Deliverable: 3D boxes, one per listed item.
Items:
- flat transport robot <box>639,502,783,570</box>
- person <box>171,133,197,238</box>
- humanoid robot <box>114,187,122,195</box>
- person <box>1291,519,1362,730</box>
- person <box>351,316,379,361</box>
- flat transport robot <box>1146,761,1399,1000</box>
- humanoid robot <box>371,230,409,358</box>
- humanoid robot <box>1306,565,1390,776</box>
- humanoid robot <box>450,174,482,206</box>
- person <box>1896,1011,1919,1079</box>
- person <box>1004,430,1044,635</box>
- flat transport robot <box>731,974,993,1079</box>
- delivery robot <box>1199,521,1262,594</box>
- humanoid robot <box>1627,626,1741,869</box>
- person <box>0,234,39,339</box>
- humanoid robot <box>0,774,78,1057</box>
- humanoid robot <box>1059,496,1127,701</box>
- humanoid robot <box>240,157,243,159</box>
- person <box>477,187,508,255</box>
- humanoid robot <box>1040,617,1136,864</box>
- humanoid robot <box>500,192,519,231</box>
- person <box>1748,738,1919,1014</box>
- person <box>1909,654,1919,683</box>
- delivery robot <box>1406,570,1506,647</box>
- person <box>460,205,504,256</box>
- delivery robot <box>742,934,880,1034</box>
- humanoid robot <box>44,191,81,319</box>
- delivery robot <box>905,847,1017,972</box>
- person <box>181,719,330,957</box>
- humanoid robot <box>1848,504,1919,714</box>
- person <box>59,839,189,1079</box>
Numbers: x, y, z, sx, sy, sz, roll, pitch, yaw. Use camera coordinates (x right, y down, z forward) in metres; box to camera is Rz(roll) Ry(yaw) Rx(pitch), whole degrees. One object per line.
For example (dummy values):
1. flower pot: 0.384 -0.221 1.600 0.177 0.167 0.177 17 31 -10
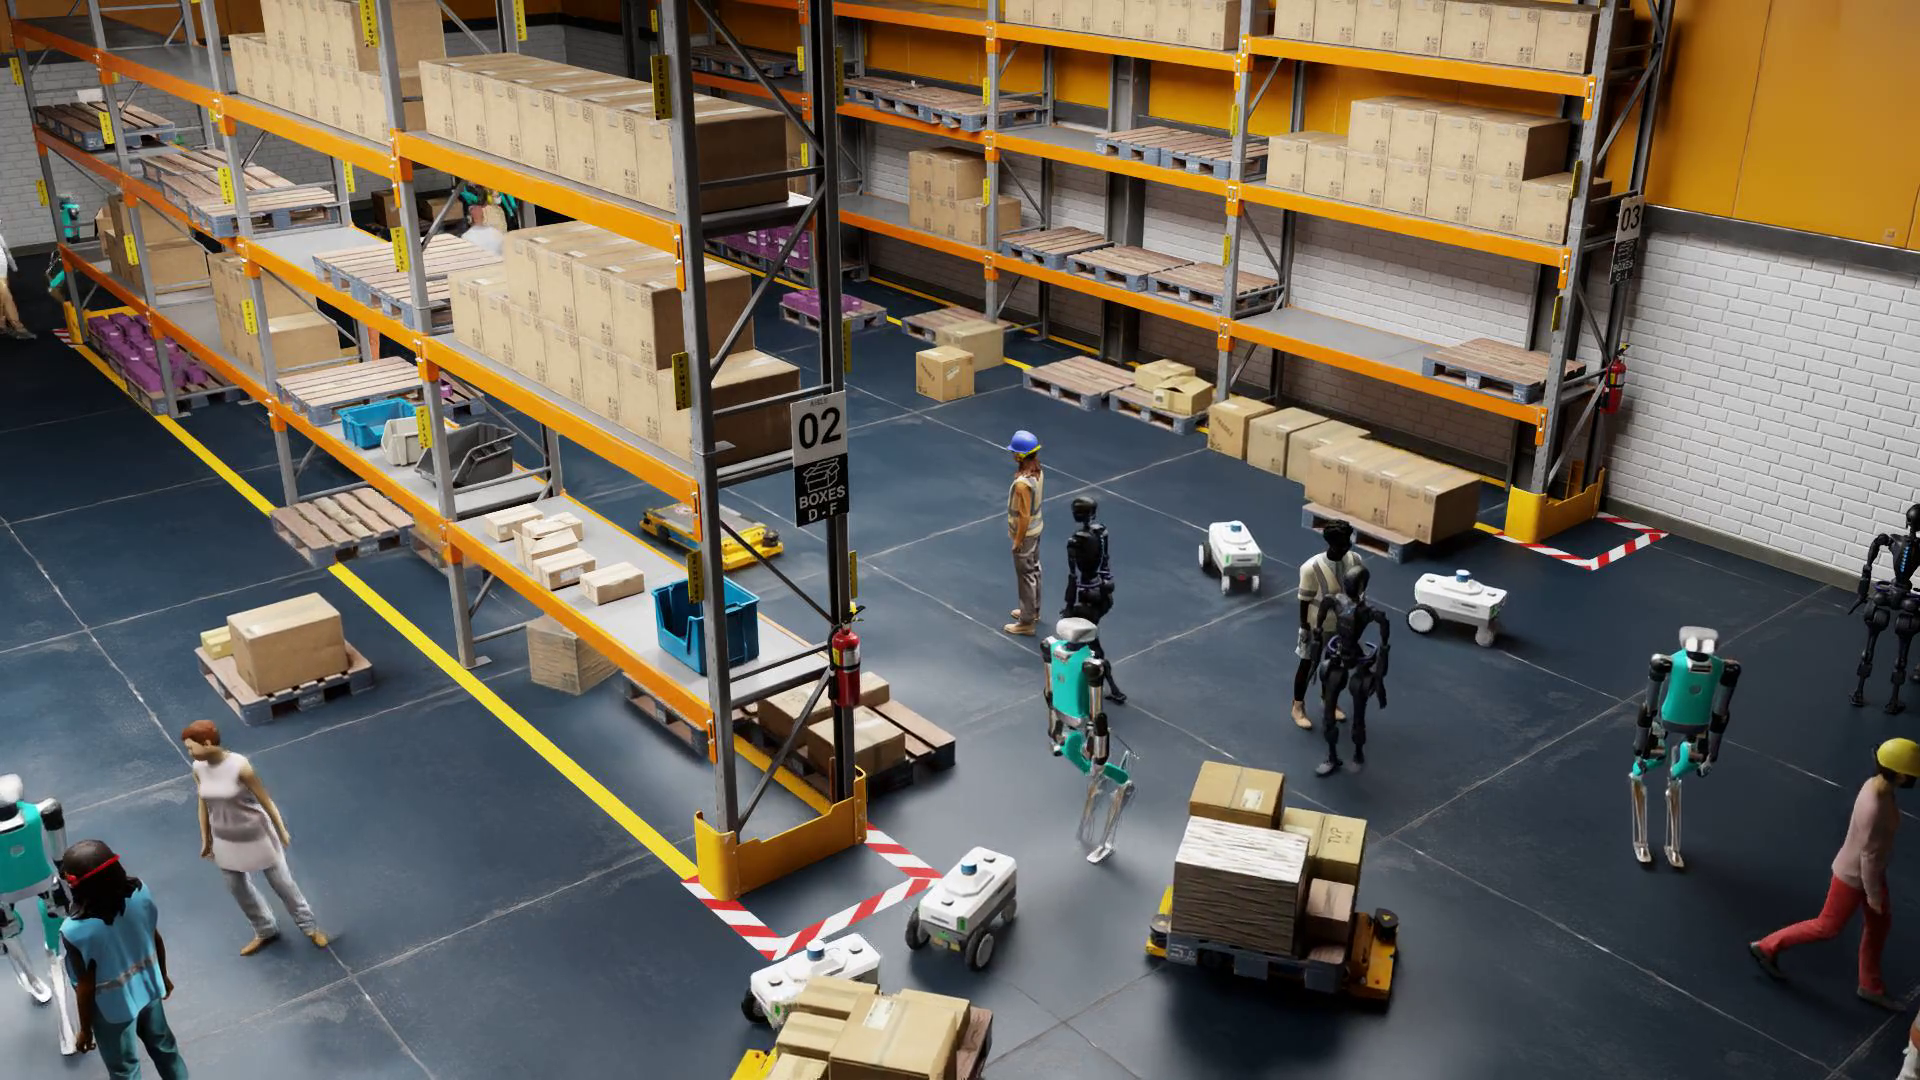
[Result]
1. flat transport robot: -2.382 -0.083 15.837 0.659 0.231 1.431 -21 31 -39
2. person: -12.268 -5.455 26.212 0.555 1.905 0.527 -10 25 -23
3. humanoid robot: -11.242 -4.075 23.221 0.829 1.754 0.538 -12 26 -26
4. person: 2.739 0.615 12.427 0.534 1.692 0.320 -10 25 -22
5. person: -7.171 -2.728 20.084 0.499 1.759 0.339 14 27 29
6. flat transport robot: 1.900 2.395 10.097 1.431 0.231 0.659 7 24 16
7. humanoid robot: -7.268 -3.147 21.167 0.583 1.648 0.412 7 24 16
8. humanoid robot: 2.769 0.911 11.768 0.601 1.652 0.389 15 28 31
9. humanoid robot: -8.094 -5.868 27.387 0.892 1.771 0.560 1 23 1
10. person: 4.835 2.483 8.109 0.338 1.679 0.450 -4 24 -8
11. person: 0.529 -0.064 13.887 0.312 1.777 0.484 7 24 15
12. flat transport robot: -0.559 2.998 8.702 1.431 0.231 0.659 6 24 14
13. delivery robot: 2.474 0.107 15.004 0.499 0.569 0.749 -2 23 -4
14. humanoid robot: 4.602 1.267 10.769 0.530 1.727 0.685 4 24 9
15. person: -12.637 -3.514 21.959 0.659 1.709 0.581 -1 23 -3
16. humanoid robot: -5.249 1.969 9.266 0.549 1.754 0.997 -19 30 -37
17. humanoid robot: 0.997 0.440 12.909 0.775 1.629 0.614 17 28 33
18. humanoid robot: -11.168 -5.118 25.765 0.589 1.625 0.709 15 27 31
19. person: -6.370 -3.964 22.859 0.779 1.856 0.564 6 24 13
20. humanoid robot: 0.889 1.282 10.843 0.696 1.799 0.531 -18 29 -35
21. humanoid robot: -7.352 -5.710 27.033 0.853 1.786 0.556 19 30 38
22. person: 5.081 1.864 9.470 0.816 1.734 0.511 19 30 37
23. person: 7.809 0.263 12.955 0.545 1.926 0.387 14 27 29
24. delivery robot: 4.203 0.535 14.026 0.774 0.581 0.499 14 27 30
25. person: -6.203 -3.399 21.502 0.983 1.852 0.676 20 30 38
26. delivery robot: -0.816 2.536 9.404 0.793 0.590 0.499 -15 27 -31
27. humanoid robot: -12.257 -3.788 22.622 0.531 1.833 0.717 21 31 40
28. delivery robot: 0.043 2.227 10.149 0.499 0.613 0.811 13 27 27
29. person: -4.164 1.759 9.851 0.629 1.624 0.331 3 23 6
30. humanoid robot: 7.125 0.505 12.680 0.599 1.657 0.315 16 28 33
31. person: -4.154 2.308 8.285 0.378 1.864 0.544 10 25 22
